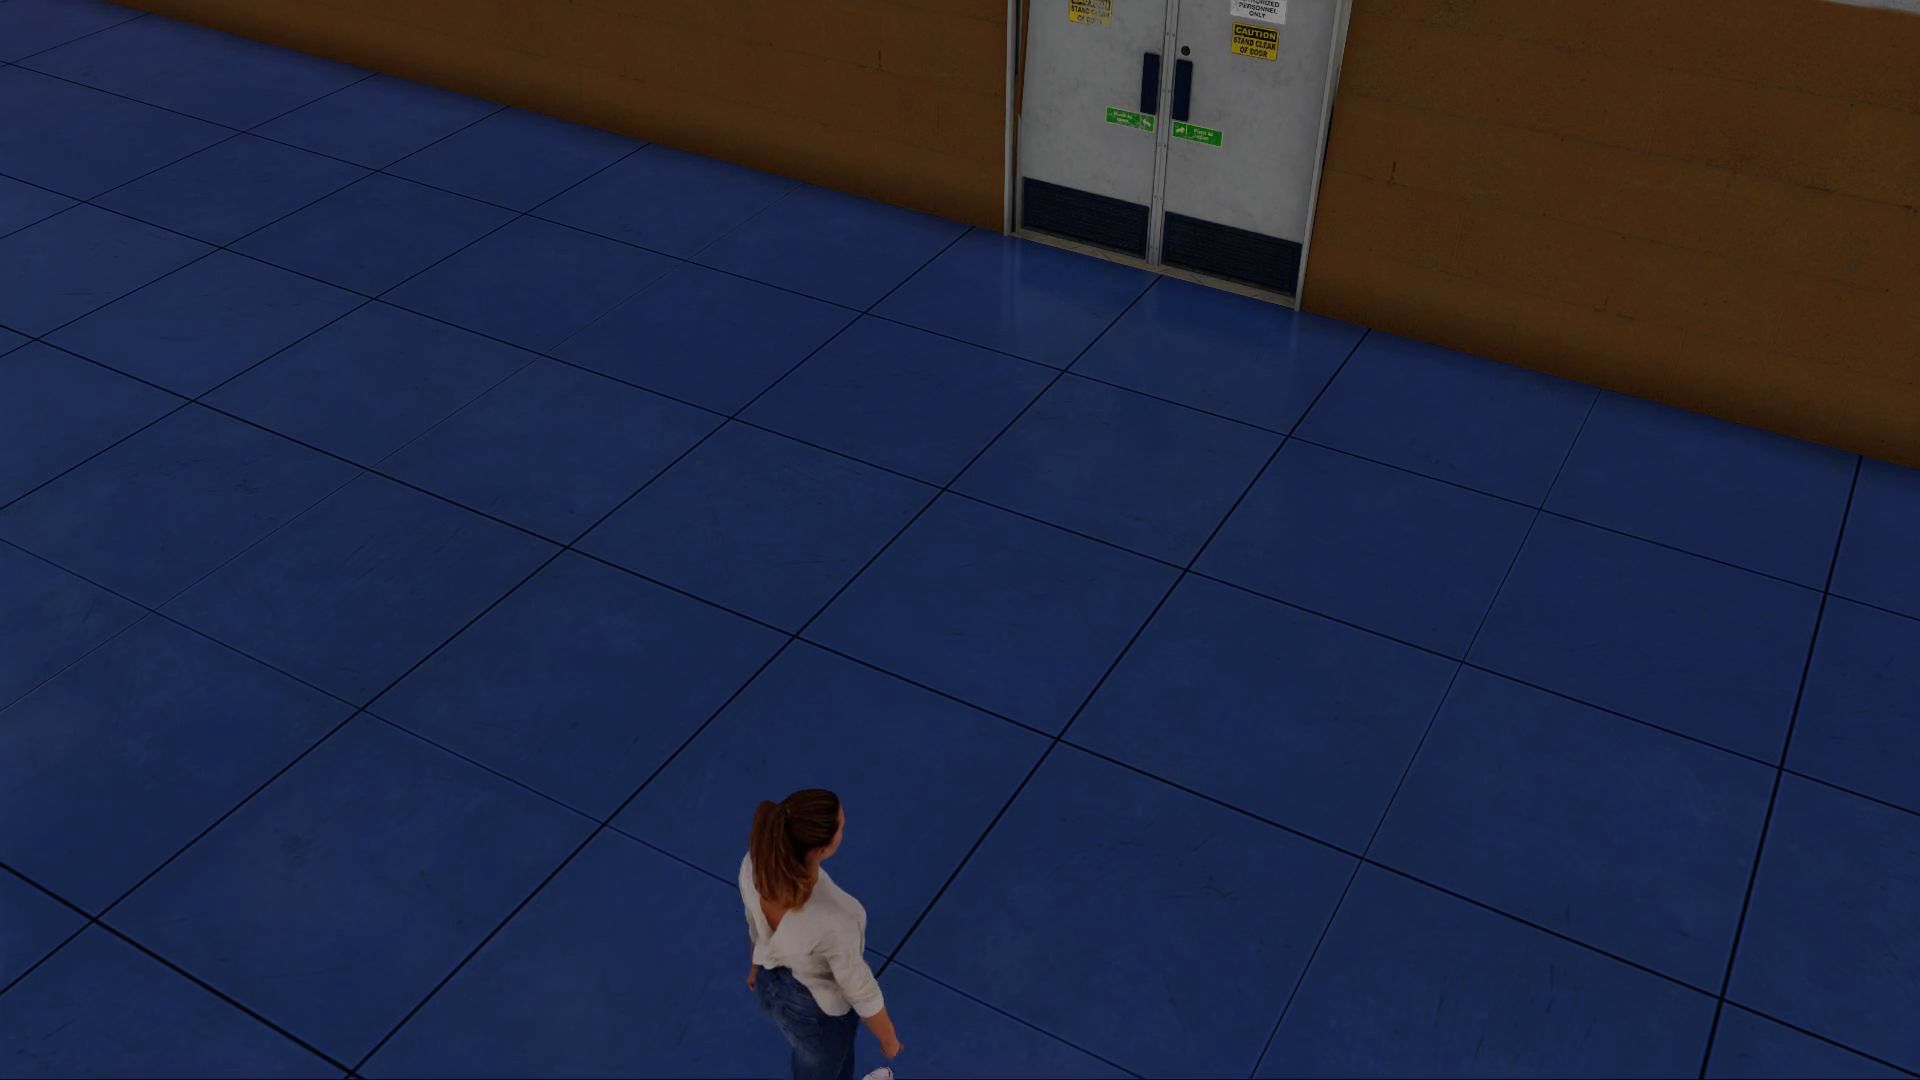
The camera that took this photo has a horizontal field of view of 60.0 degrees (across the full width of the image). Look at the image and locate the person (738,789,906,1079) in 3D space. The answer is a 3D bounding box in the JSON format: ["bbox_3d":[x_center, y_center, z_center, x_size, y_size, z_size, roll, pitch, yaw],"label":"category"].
[{"bbox_3d":[-0.507,1.393,4.815,0.908,1.706,0.806,-26,44,-30],"label":"person"}]
